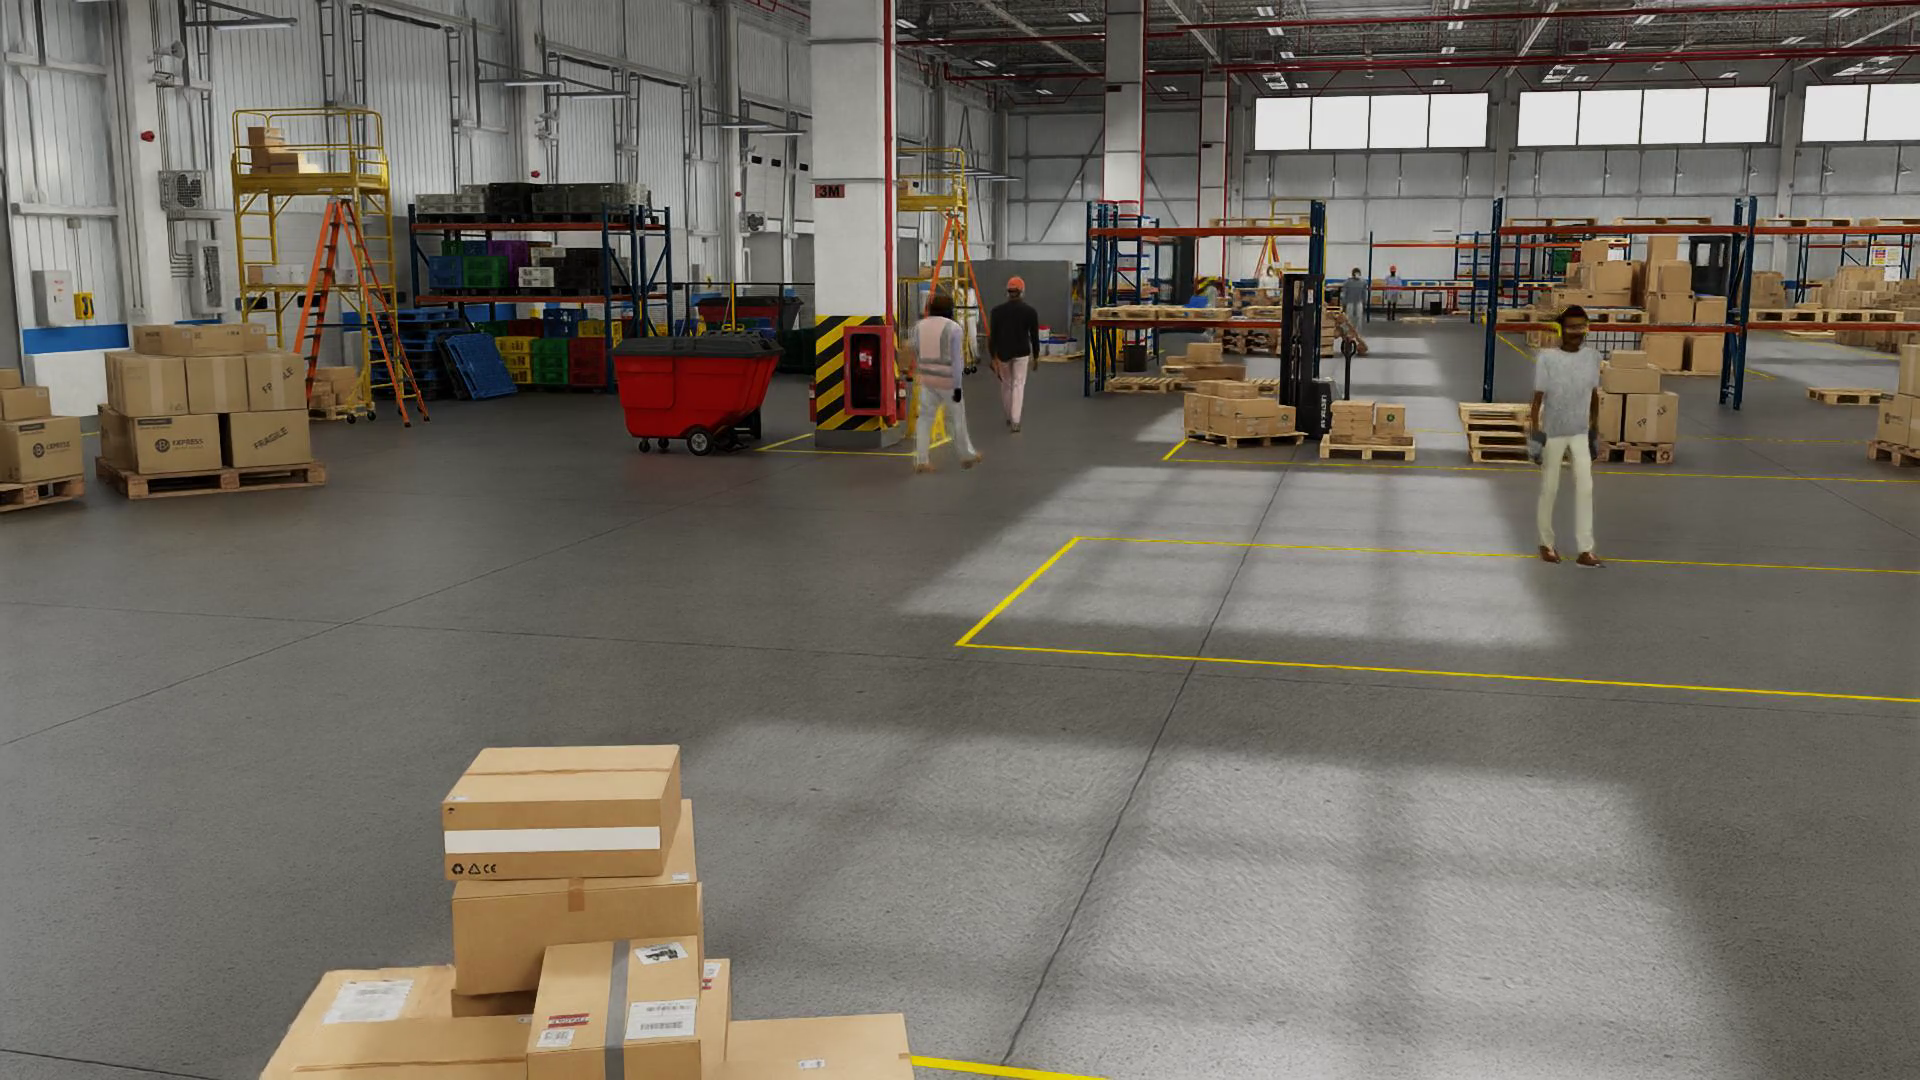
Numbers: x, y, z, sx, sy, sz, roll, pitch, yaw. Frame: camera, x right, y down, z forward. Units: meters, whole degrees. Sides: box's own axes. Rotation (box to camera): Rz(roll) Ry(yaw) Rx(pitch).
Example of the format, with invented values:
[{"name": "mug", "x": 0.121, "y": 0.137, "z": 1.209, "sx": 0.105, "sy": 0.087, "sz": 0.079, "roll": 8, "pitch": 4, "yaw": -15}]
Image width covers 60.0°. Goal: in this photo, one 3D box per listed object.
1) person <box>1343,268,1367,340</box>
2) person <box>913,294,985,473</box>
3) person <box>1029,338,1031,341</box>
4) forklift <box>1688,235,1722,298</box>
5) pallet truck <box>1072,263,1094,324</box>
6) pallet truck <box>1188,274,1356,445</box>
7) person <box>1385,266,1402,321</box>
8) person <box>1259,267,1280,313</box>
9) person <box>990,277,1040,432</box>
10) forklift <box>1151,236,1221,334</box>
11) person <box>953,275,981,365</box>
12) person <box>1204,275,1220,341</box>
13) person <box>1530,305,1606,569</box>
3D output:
[{"name": "person", "x": 10.403, "y": -6.200, "z": 43.773, "sx": 0.637, "sy": 1.905, "sz": 0.926, "roll": 1, "pitch": 10, "yaw": 3}, {"name": "person", "x": -0.133, "y": -1.594, "z": 16.963, "sx": 0.654, "sy": 1.796, "sz": 0.933, "roll": 7, "pitch": 12, "yaw": 36}, {"name": "person", "x": 1.915, "y": -5.941, "z": 42.465, "sx": 0.402, "sy": 1.832, "sz": 0.503, "roll": -6, "pitch": 11, "yaw": -33}, {"name": "forklift", "x": 21.960, "y": -7.617, "z": 49.252, "sx": 1.873, "sy": 2.768, "sz": 1.129, "roll": -4, "pitch": 11, "yaw": -24}, {"name": "pallet truck", "x": 4.325, "y": -8.180, "z": 55.162, "sx": 0.823, "sy": 1.965, "sz": 1.885, "roll": 6, "pitch": 11, "yaw": 31}, {"name": "pallet truck", "x": 3.653, "y": -2.138, "z": 19.590, "sx": 1.885, "sy": 1.965, "sz": 0.823, "roll": -4, "pitch": 10, "yaw": -20}, {"name": "person", "x": 14.962, "y": -8.513, "z": 57.482, "sx": 0.562, "sy": 1.885, "sz": 1.013, "roll": 2, "pitch": 10, "yaw": 10}, {"name": "person", "x": 9.523, "y": -7.411, "z": 50.949, "sx": 0.654, "sy": 1.884, "sz": 0.995, "roll": -3, "pitch": 10, "yaw": -16}, {"name": "person", "x": 0.688, "y": -2.340, "z": 20.982, "sx": 0.623, "sy": 1.942, "sz": 1.049, "roll": 2, "pitch": 10, "yaw": 10}, {"name": "forklift", "x": 6.407, "y": -7.191, "z": 46.742, "sx": 1.873, "sy": 2.768, "sz": 1.129, "roll": 2, "pitch": 10, "yaw": 14}, {"name": "person", "x": 0.145, "y": -4.489, "z": 33.919, "sx": 0.598, "sy": 1.829, "sz": 0.978, "roll": -4, "pitch": 10, "yaw": -21}, {"name": "person", "x": 6.590, "y": -6.035, "z": 43.297, "sx": 0.370, "sy": 1.729, "sz": 0.509, "roll": -3, "pitch": 10, "yaw": -16}, {"name": "person", "x": 4.275, "y": -0.705, "z": 11.601, "sx": 0.565, "sy": 1.838, "sz": 0.868, "roll": 0, "pitch": 10, "yaw": -2}]
